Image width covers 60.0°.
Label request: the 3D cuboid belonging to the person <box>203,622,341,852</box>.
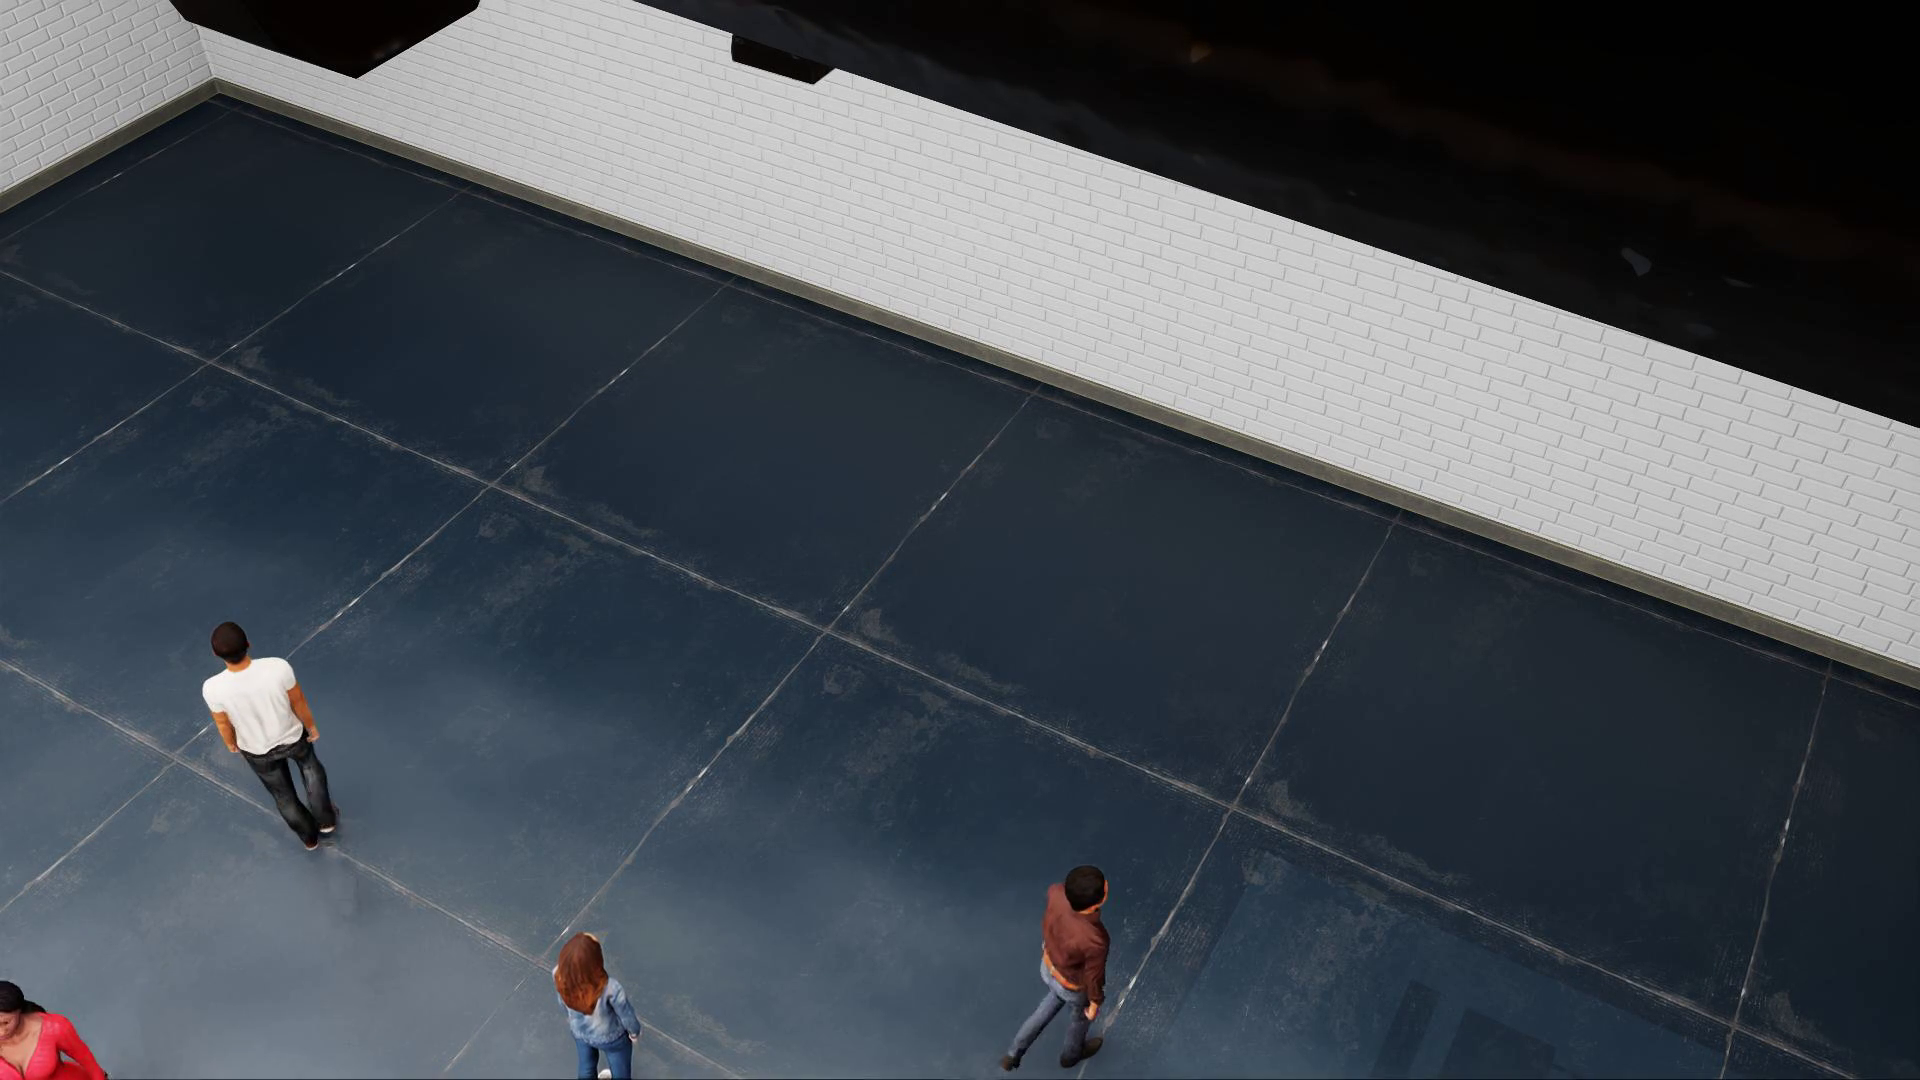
[{"bbox_3d":[-3.908,1.191,9.480,0.695,1.793,0.798,-23,48,-22],"label":"person"}]

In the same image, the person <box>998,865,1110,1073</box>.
[{"bbox_3d":[0.490,2.230,8.403,0.983,1.763,0.858,-25,49,-24],"label":"person"}]

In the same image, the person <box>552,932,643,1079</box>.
[{"bbox_3d":[-1.829,2.455,8.377,0.598,1.473,0.541,13,45,13],"label":"person"}]
